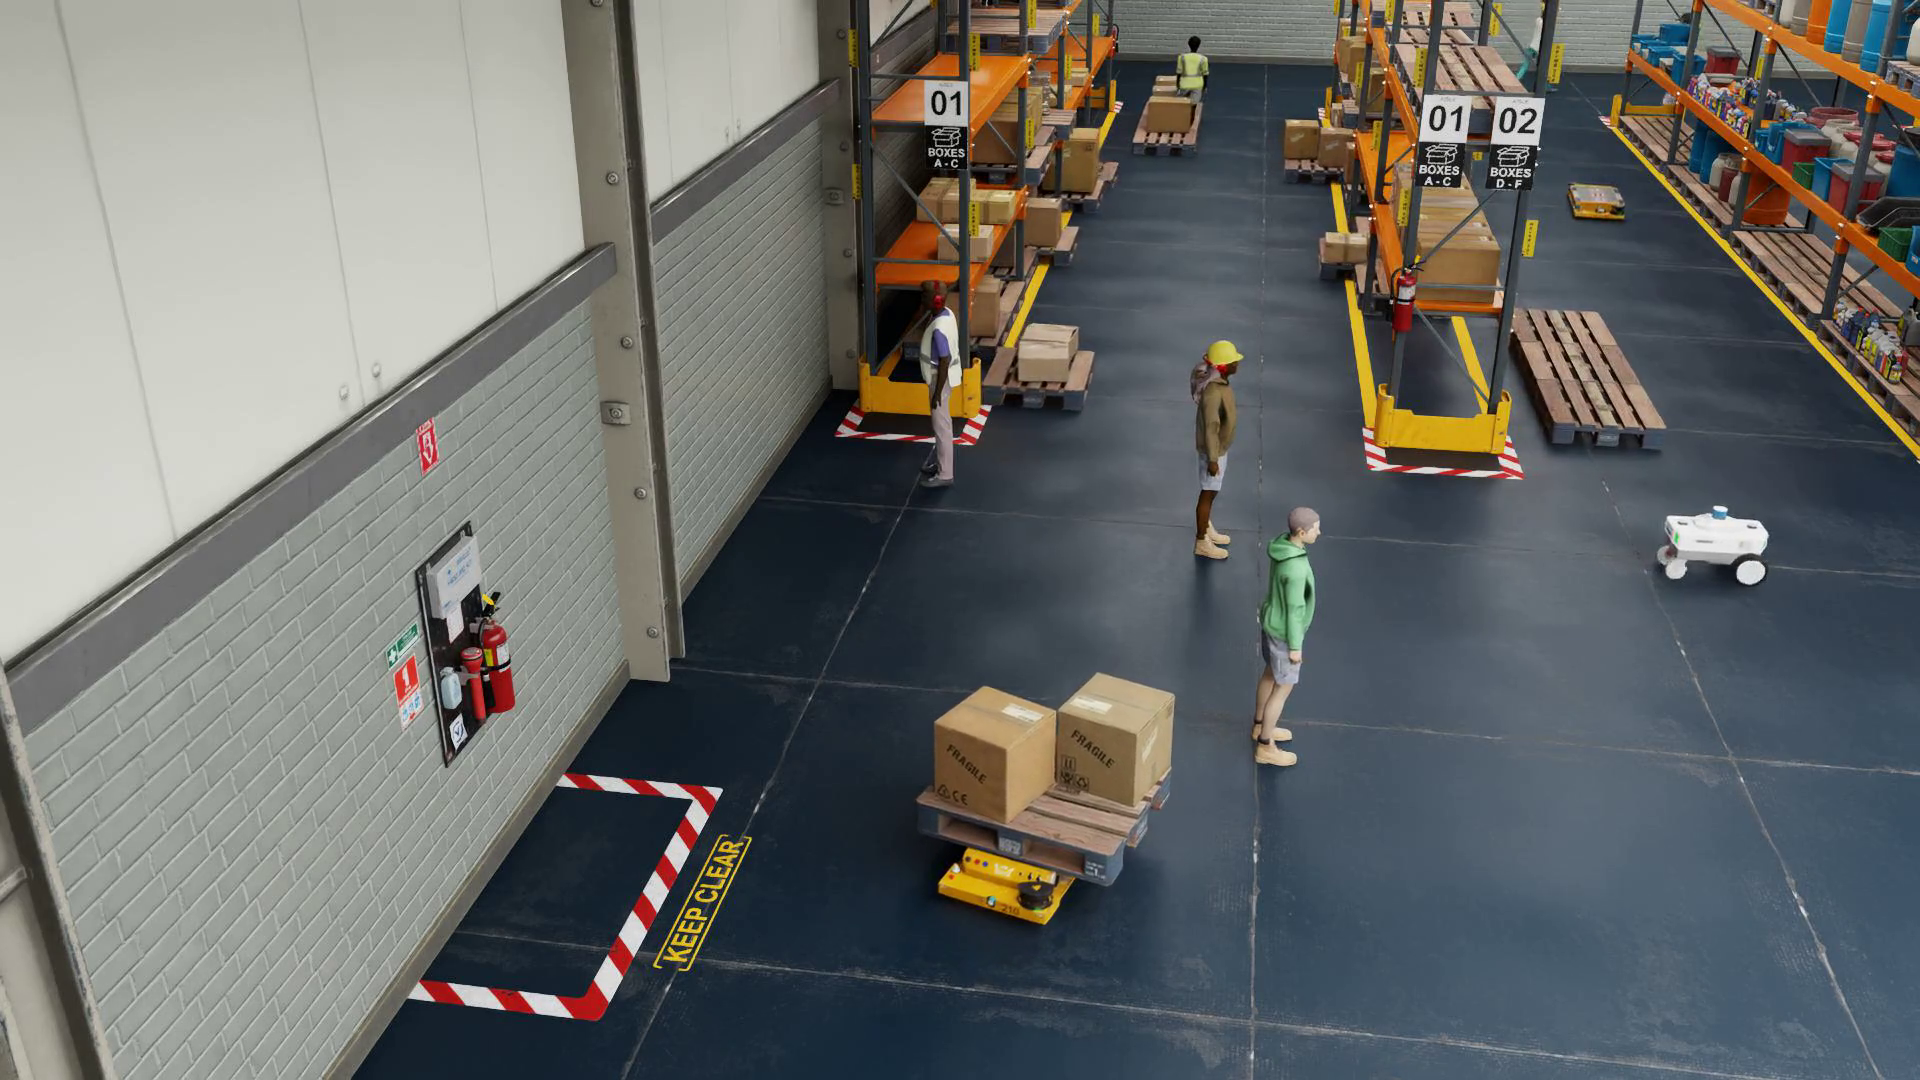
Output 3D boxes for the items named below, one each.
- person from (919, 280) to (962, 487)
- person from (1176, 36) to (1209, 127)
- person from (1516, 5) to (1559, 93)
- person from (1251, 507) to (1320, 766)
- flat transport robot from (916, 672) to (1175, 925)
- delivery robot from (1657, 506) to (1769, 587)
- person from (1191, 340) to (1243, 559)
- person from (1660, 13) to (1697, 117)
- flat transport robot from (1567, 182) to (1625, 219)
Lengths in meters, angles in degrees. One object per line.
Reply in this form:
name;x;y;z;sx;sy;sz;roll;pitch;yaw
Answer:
person;-0.170;-1.359;14.405;0.376;1.841;0.571;0;25;1
person;3.928;-7.669;28.126;0.545;1.646;0.865;5;26;11
person;11.048;-9.390;31.749;0.939;1.704;0.516;-5;26;-11
person;2.021;0.588;10.378;0.316;1.733;0.476;-1;25;-1
flat transport robot;0.479;1.698;9.723;0.659;0.231;1.431;12;27;23
delivery robot;5.895;0.037;12.962;0.810;0.612;0.499;3;25;7
person;1.990;-0.730;13.151;0.396;1.764;0.553;6;26;13
person;13.002;-8.464;29.662;0.986;1.810;0.514;10;27;20
flat transport robot;9.052;-4.825;23.684;0.659;0.231;1.431;6;26;13
